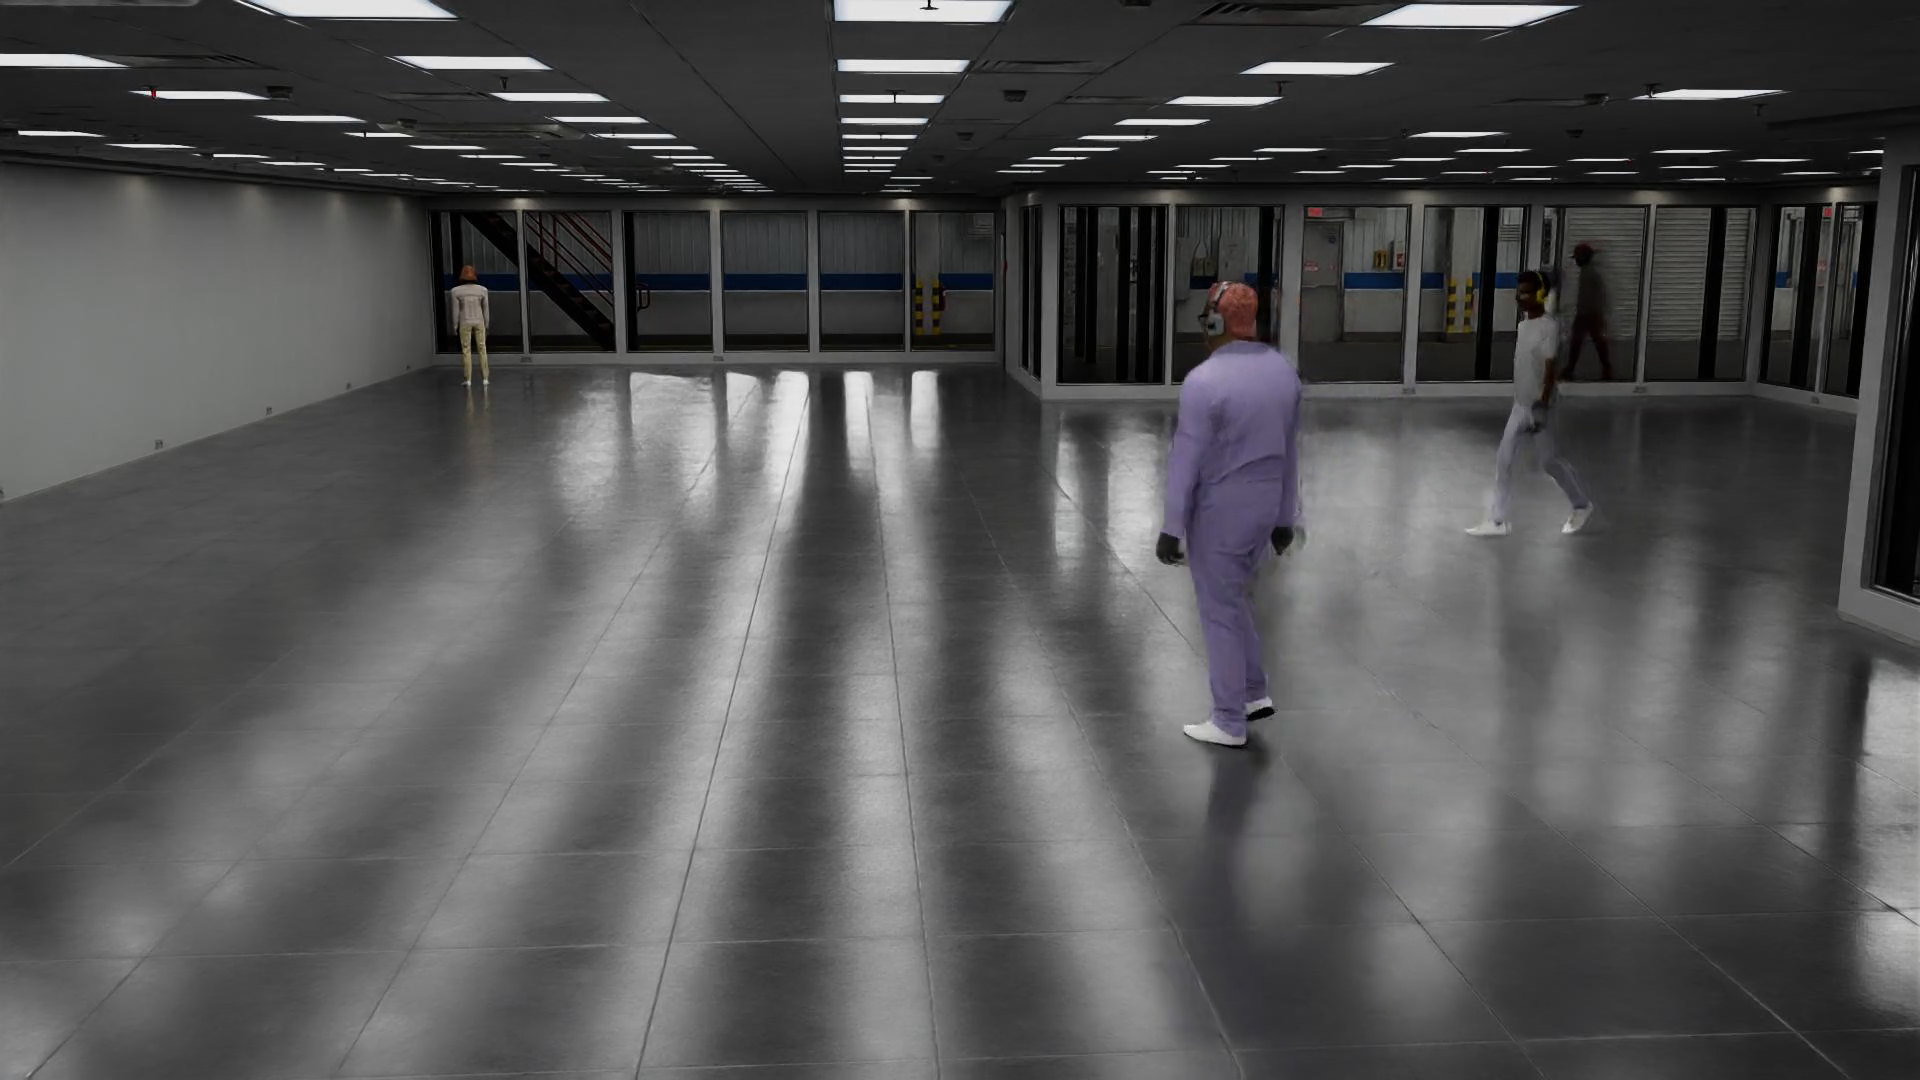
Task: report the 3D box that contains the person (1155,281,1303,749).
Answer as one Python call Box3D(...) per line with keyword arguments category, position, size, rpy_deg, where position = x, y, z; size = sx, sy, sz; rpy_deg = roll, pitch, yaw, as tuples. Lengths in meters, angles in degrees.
Box3D(category="person", position=(1.069, -0.093, 6.749), size=(0.646, 1.892, 0.429), rpy_deg=(-10, 15, -44))

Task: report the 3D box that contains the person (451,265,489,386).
Box3D(category="person", position=(-6.627, -2.897, 22.544), size=(0.498, 1.634, 0.281), rpy_deg=(-5, 12, -26))

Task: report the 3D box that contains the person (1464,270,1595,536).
Box3D(category="person", position=(3.983, -0.926, 11.401), size=(0.897, 1.839, 0.534), rpy_deg=(-3, 11, -16))
